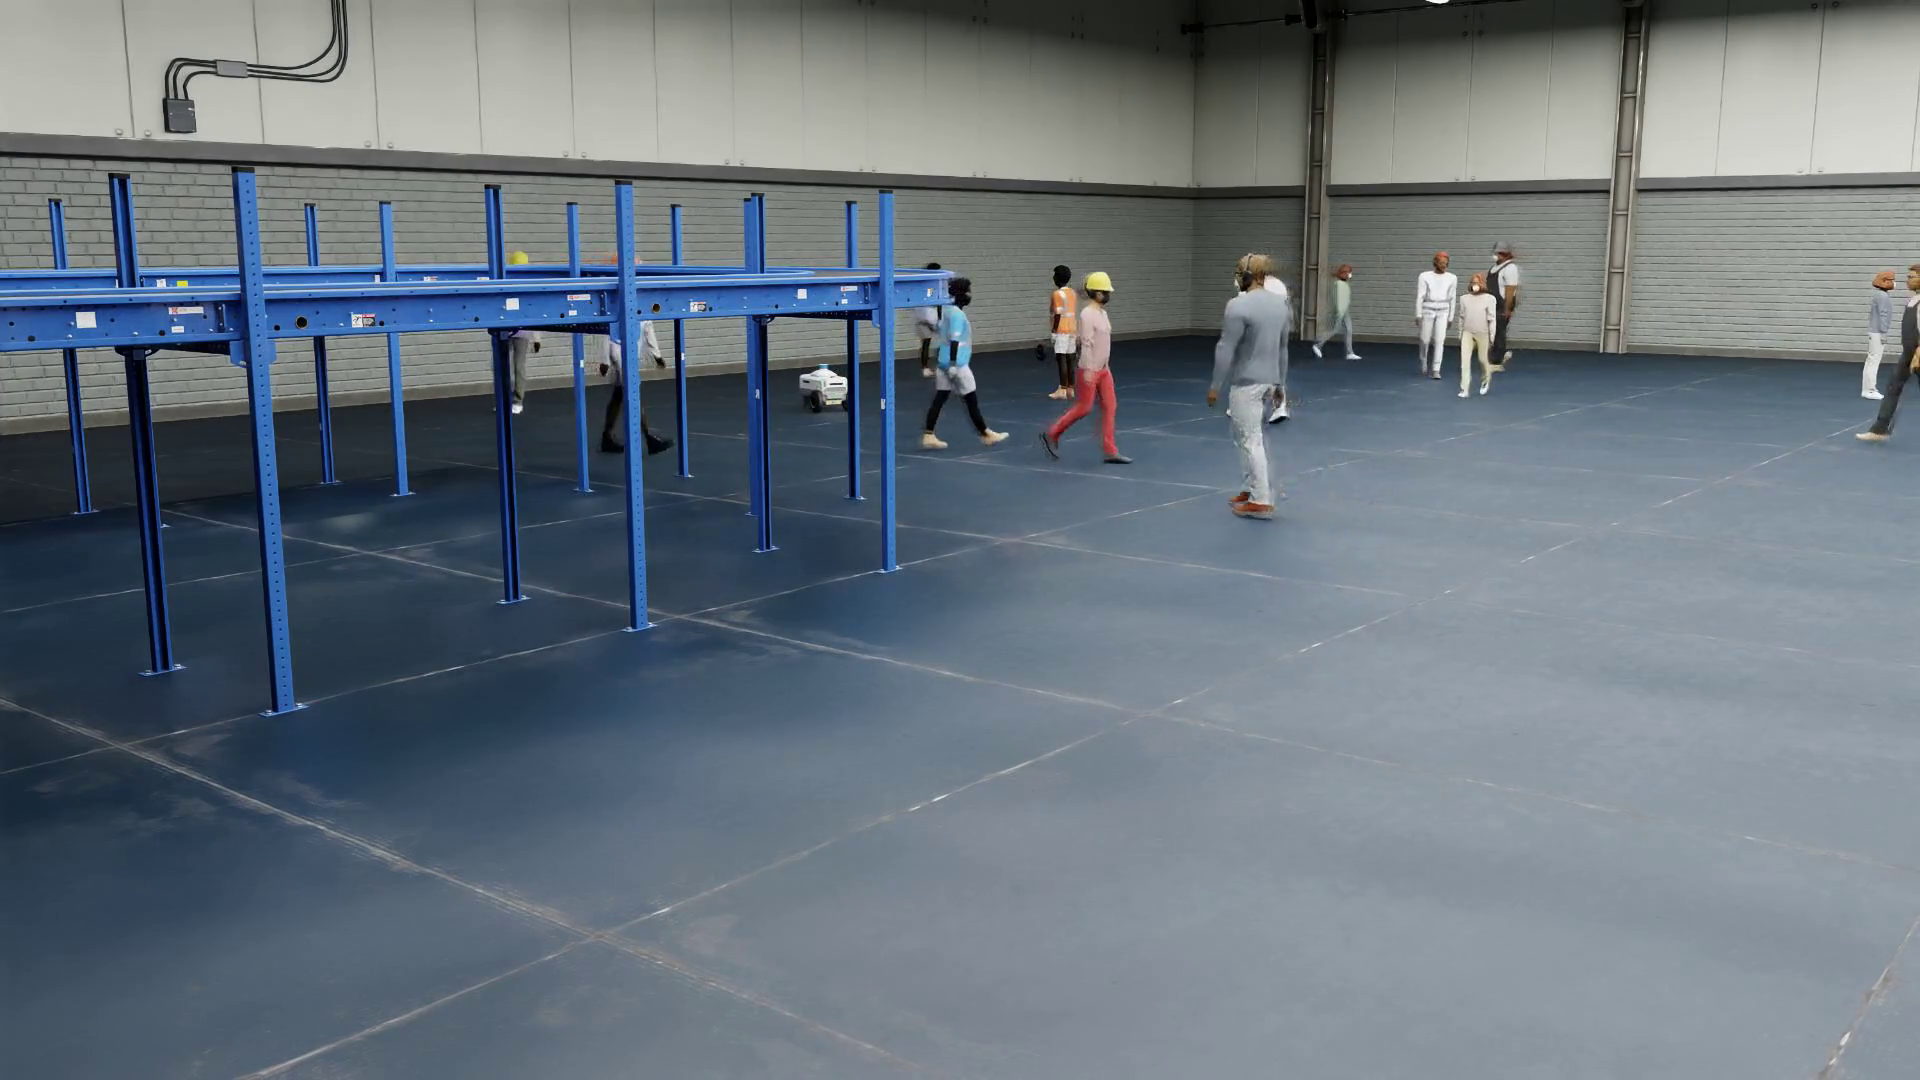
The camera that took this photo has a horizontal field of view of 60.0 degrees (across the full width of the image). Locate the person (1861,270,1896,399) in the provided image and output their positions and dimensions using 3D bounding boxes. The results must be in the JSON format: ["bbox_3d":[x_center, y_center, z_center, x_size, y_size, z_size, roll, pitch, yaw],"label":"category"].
[{"bbox_3d":[11.780,-2.630,21.297,0.278,1.634,0.499,3,11,18],"label":"person"}]

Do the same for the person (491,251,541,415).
[{"bbox_3d":[-5.136,-2.386,19.235,0.629,1.882,0.546,0,10,1],"label":"person"}]

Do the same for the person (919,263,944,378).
[{"bbox_3d":[-0.353,-3.240,24.516,0.516,1.678,0.556,-8,13,-37],"label":"person"}]

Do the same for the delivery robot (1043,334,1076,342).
[{"bbox_3d":[1.675,-3.459,28.022,0.335,0.223,0.698,-6,12,-31],"label":"delivery robot"}]

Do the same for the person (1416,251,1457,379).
[{"bbox_3d":[7.004,-3.329,24.571,0.586,1.861,0.789,1,10,7],"label":"person"}]

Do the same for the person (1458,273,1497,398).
[{"bbox_3d":[6.734,-2.673,21.625,0.513,1.599,0.808,7,12,35],"label":"person"}]

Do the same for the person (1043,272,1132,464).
[{"bbox_3d":[1.167,-1.574,15.164,0.778,1.736,0.531,5,11,27],"label":"person"}]

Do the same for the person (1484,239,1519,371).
[{"bbox_3d":[8.327,-3.621,25.781,0.536,2.000,0.701,-1,10,-5],"label":"person"}]

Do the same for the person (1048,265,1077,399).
[{"bbox_3d":[1.309,-2.650,21.230,0.321,1.697,0.529,6,12,29],"label":"person"}]

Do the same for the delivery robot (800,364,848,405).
[{"bbox_3d":[-1.637,-1.861,19.888,0.477,0.478,0.707,-6,12,-31],"label":"delivery robot"}]

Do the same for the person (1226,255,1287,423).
[{"bbox_3d":[3.358,-2.242,18.566,0.639,1.865,1.011,-4,11,-20],"label":"person"}]

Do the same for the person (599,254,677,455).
[{"bbox_3d":[-3.065,-1.748,15.695,0.955,1.883,0.557,3,11,18],"label":"person"}]

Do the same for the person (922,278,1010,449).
[{"bbox_3d":[0.025,-1.698,16.058,0.877,1.643,0.547,-2,10,-11],"label":"person"}]

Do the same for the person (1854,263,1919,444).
[{"bbox_3d":[9.515,-1.841,16.479,0.951,1.804,0.523,2,10,10],"label":"person"}]

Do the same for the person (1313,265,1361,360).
[{"bbox_3d":[6.461,-3.898,28.409,0.763,1.608,0.509,6,12,29],"label":"person"}]

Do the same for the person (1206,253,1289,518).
[{"bbox_3d":[2.099,-1.134,12.235,0.625,1.919,0.642,9,14,41],"label":"person"}]
